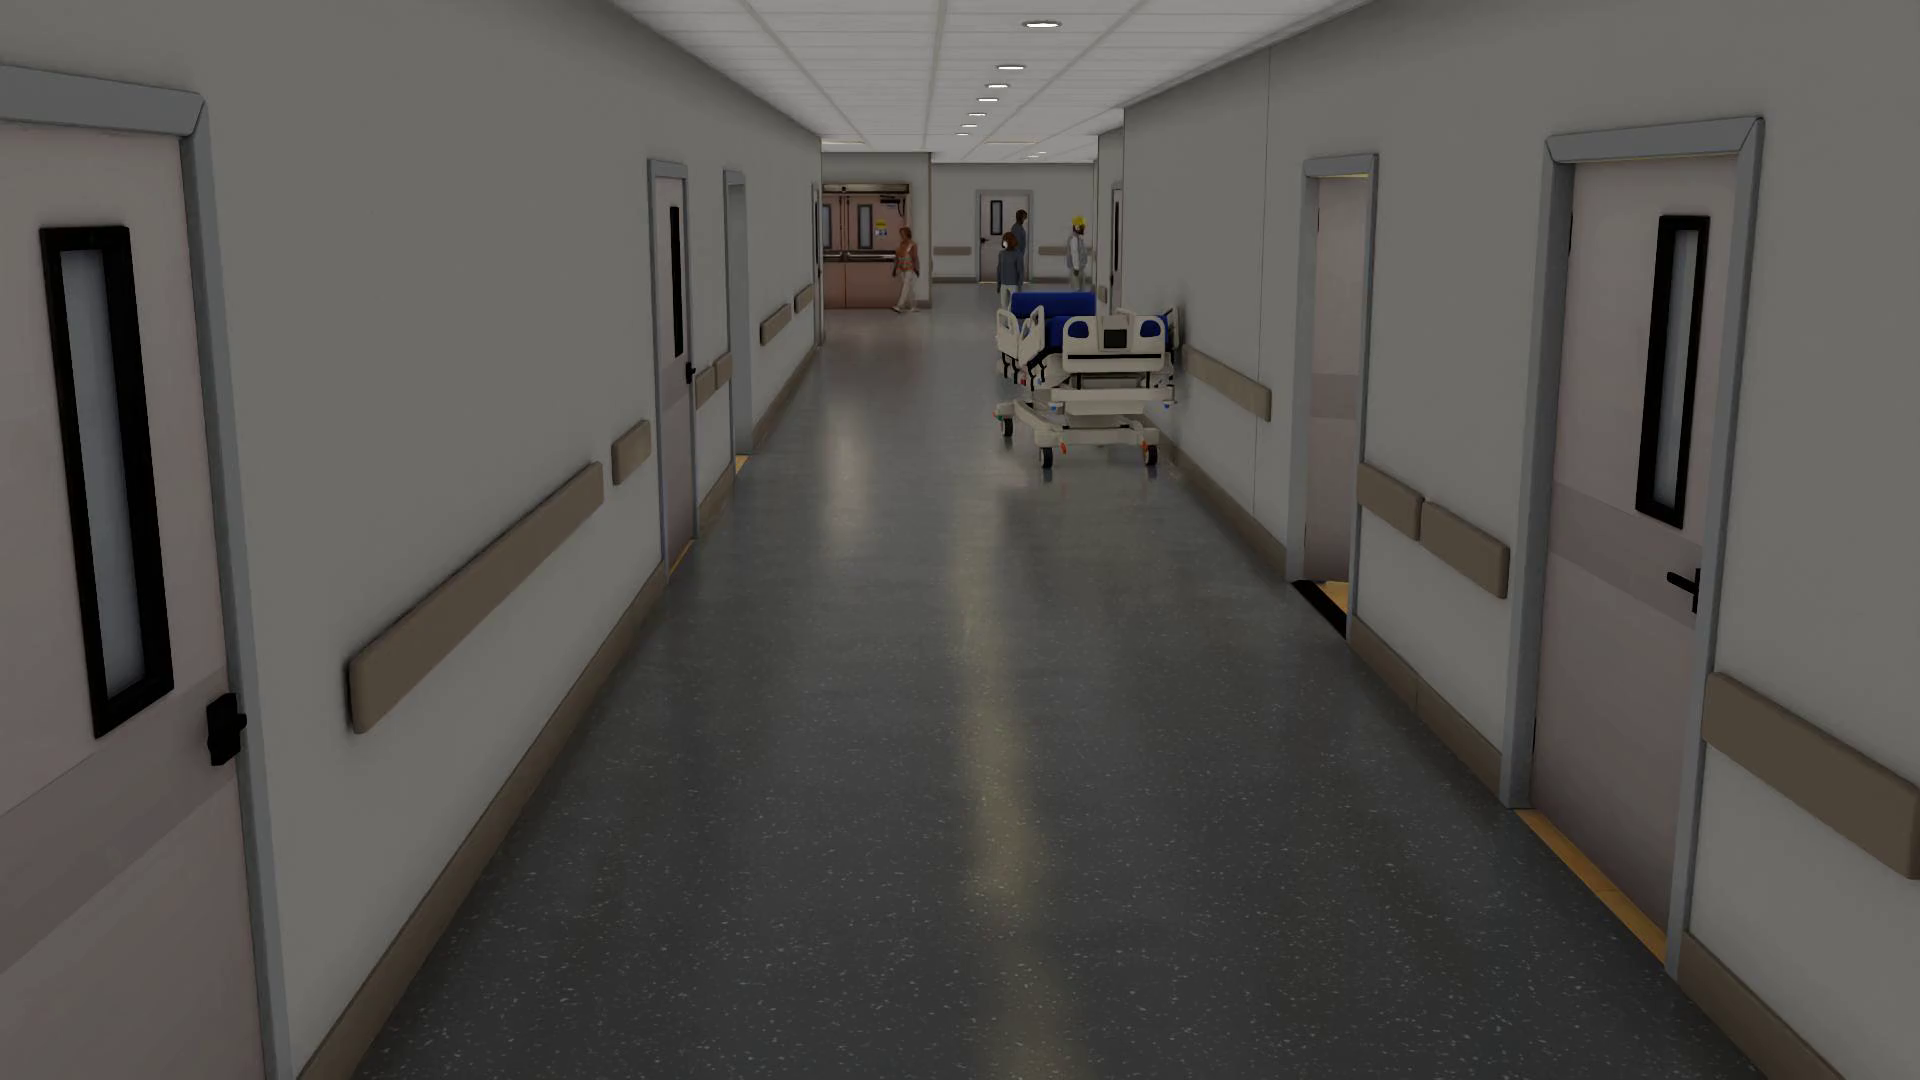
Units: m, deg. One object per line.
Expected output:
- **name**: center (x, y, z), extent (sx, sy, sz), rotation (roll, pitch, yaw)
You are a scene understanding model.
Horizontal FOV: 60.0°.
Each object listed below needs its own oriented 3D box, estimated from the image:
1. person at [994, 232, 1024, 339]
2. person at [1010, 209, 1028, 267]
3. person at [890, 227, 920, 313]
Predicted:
- **person**: center (0.759, -3.879, 25.391), extent (0.501, 1.633, 0.286), rotation (11, 16, 42)
- **person**: center (1.154, -5.523, 32.693), extent (0.382, 1.928, 0.635), rotation (1, 12, 3)
- **person**: center (-1.047, -5.024, 31.064), extent (0.856, 1.594, 0.542), rotation (-11, 16, -43)
